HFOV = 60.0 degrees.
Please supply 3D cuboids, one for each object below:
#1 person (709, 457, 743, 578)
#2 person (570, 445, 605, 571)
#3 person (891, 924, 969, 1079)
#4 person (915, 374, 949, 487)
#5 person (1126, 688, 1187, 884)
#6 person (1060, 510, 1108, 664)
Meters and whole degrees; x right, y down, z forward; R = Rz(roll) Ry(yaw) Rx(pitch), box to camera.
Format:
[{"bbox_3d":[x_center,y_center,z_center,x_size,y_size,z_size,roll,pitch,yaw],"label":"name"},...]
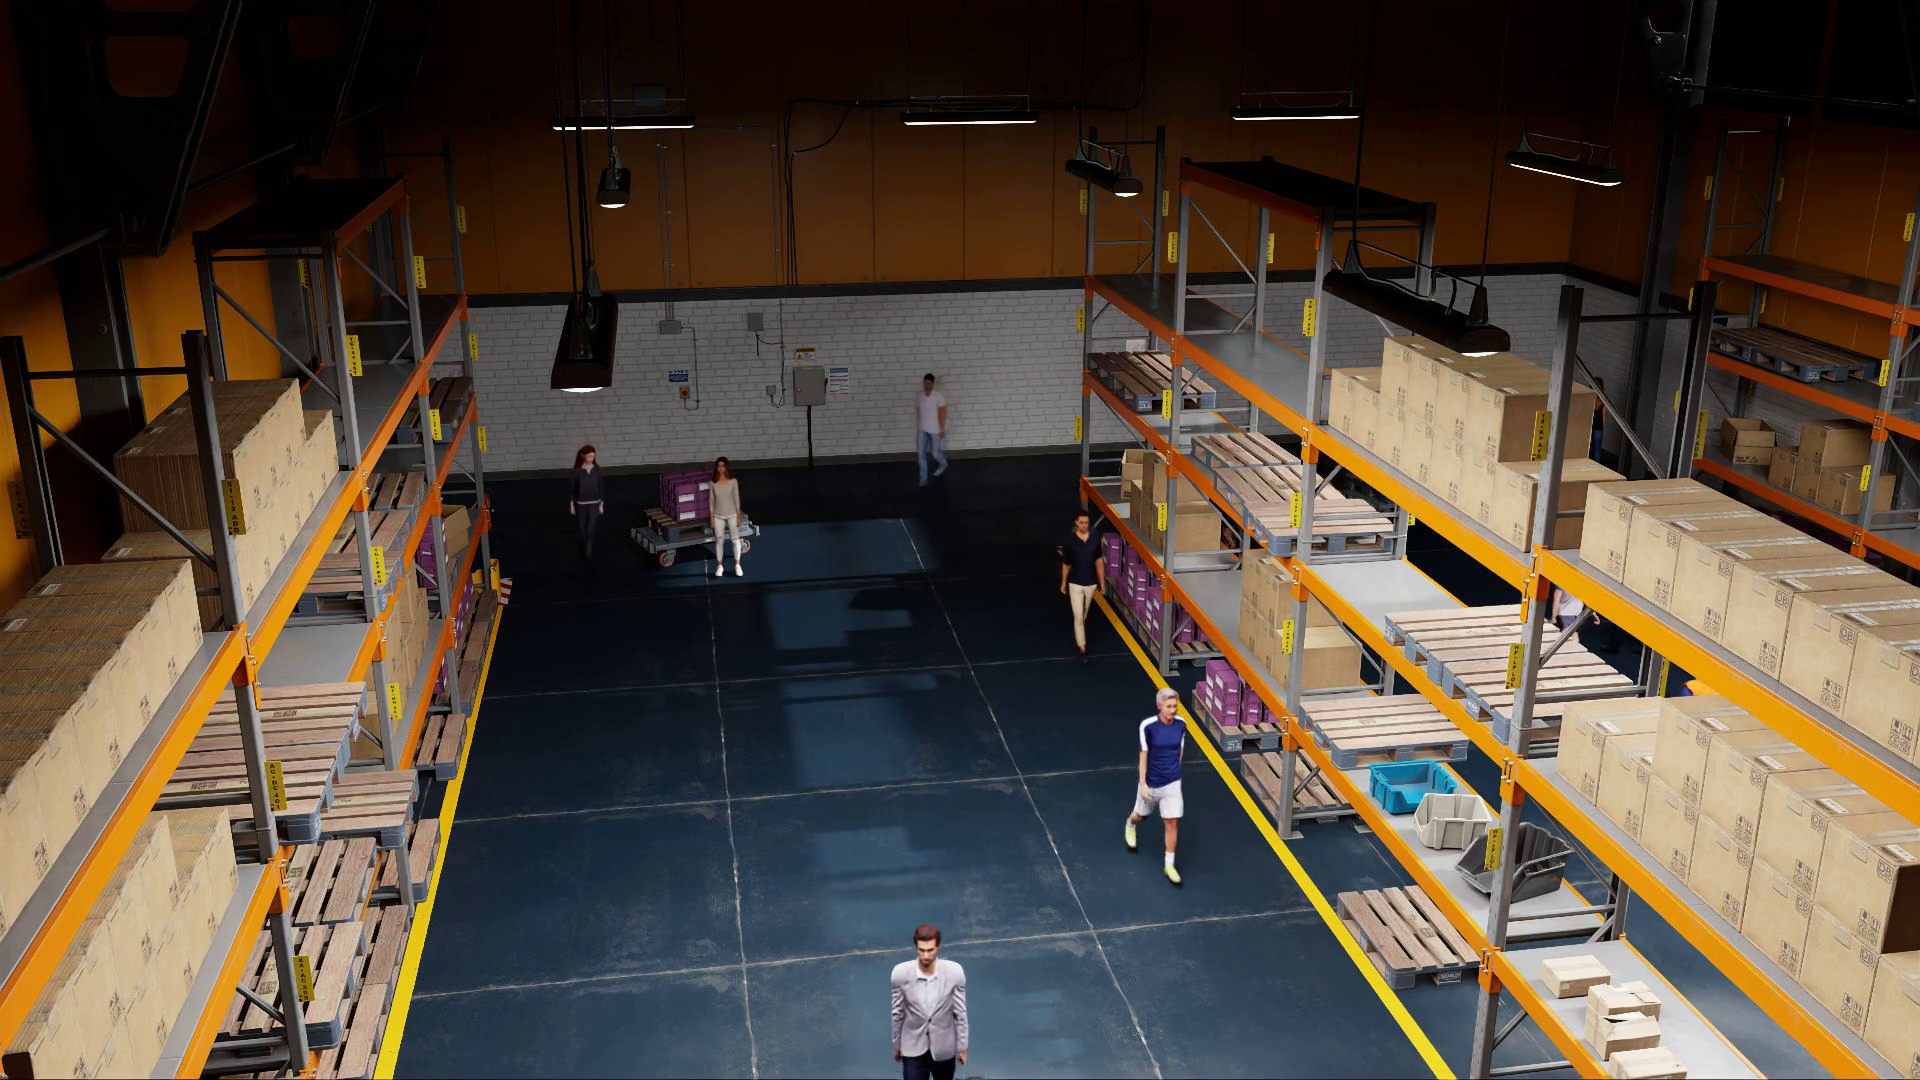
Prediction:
[{"bbox_3d":[-3.205,-0.334,22.754,0.607,1.707,0.580,-1,19,-2],"label":"person"},{"bbox_3d":[-5.172,-0.472,23.085,0.688,1.755,0.796,-5,19,-15],"label":"person"},{"bbox_3d":[-0.205,3.421,11.423,0.803,1.821,1.205,0,19,-1],"label":"person"},{"bbox_3d":[-0.464,-1.797,26.918,1.038,1.821,1.193,9,21,25],"label":"person"},{"bbox_3d":[1.776,2.160,15.186,0.695,1.809,1.179,-5,19,-15],"label":"person"},{"bbox_3d":[1.462,0.513,20.082,0.677,1.806,1.132,-4,19,-11],"label":"person"}]
